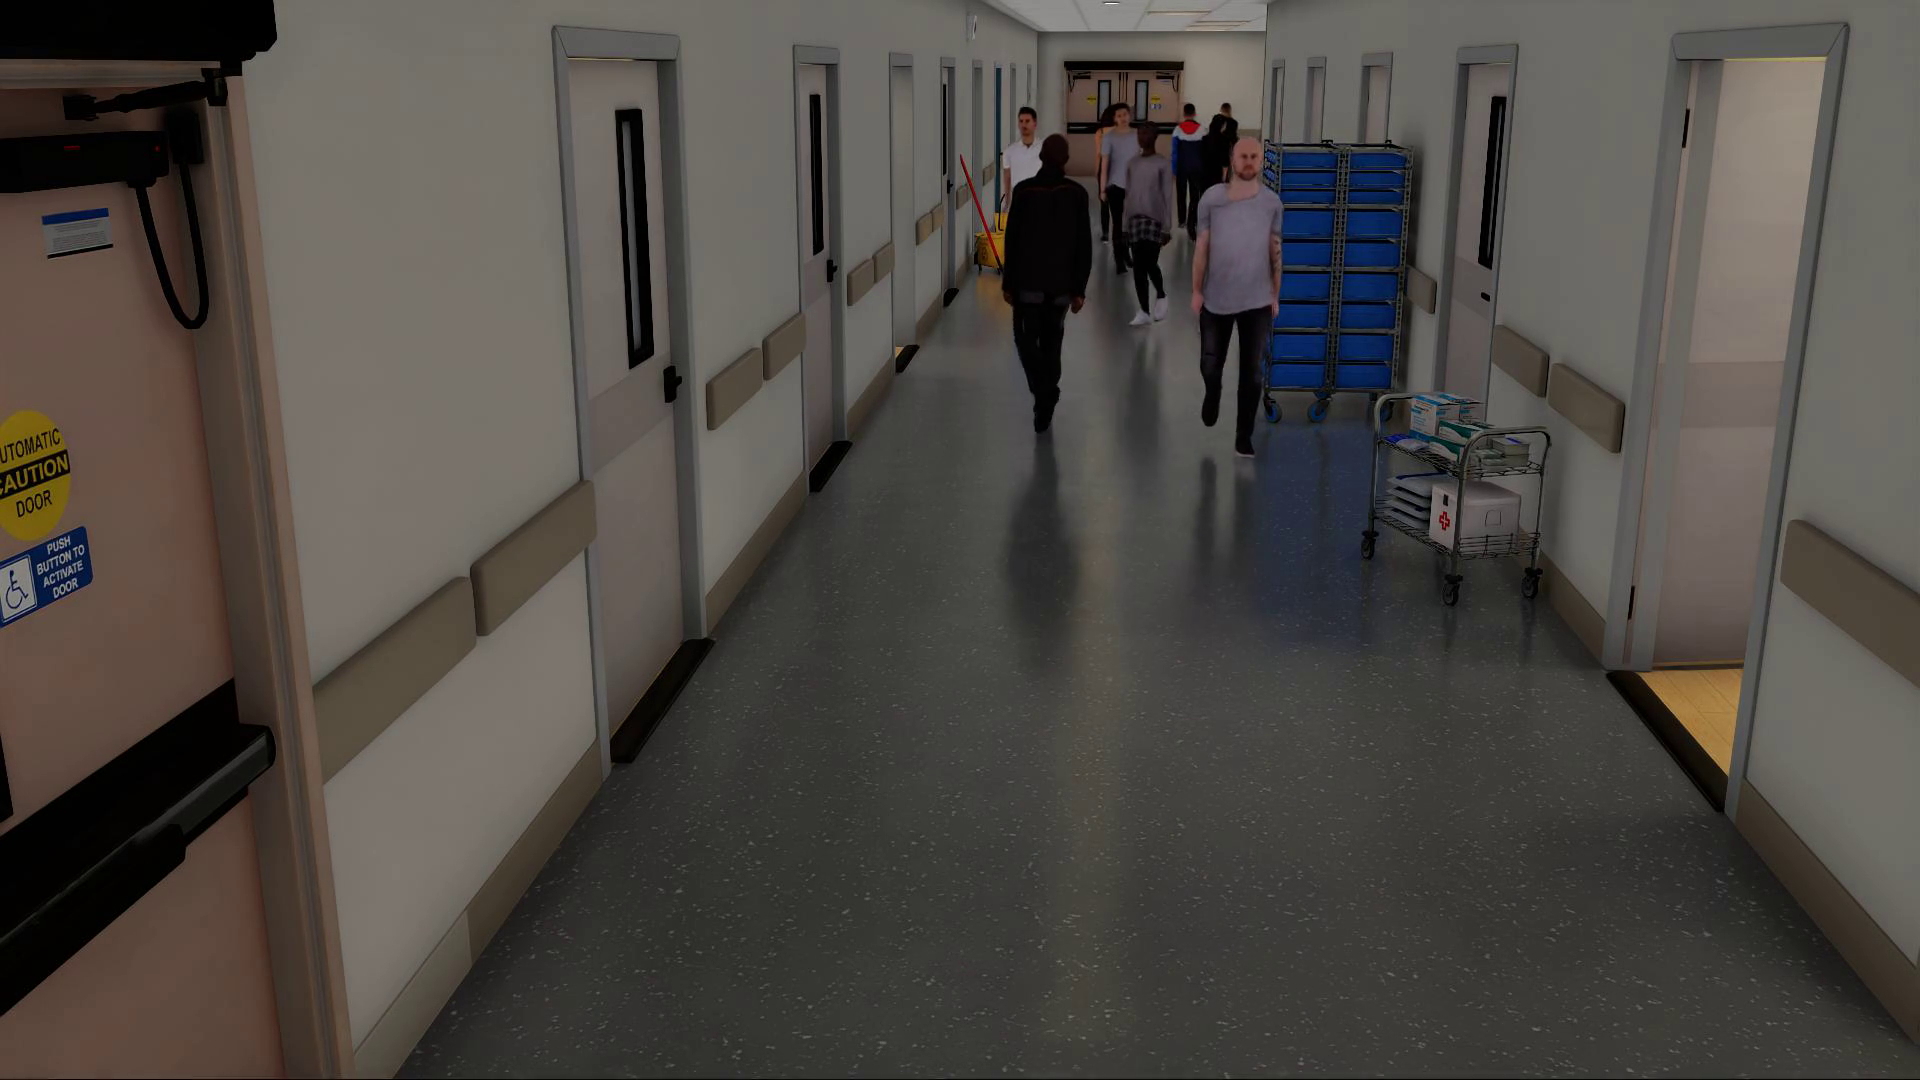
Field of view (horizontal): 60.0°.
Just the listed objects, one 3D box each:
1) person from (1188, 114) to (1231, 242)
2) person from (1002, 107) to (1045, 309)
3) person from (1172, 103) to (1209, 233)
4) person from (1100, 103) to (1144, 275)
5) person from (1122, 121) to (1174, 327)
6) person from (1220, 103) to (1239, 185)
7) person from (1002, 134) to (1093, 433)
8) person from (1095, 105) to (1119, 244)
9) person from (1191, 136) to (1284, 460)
[{"bbox_3d":[3.219,-4.633,21.458,0.960,1.633,1.119,13,20,38],"label":"person"},{"bbox_3d":[0.674,-3.117,15.709,0.763,1.835,1.107,4,16,13],"label":"person"},{"bbox_3d":[3.168,-5.126,23.035,0.694,1.727,0.983,3,16,9],"label":"person"},{"bbox_3d":[1.814,-3.887,18.434,0.862,1.837,0.998,-5,16,-17],"label":"person"},{"bbox_3d":[1.697,-2.759,14.568,0.798,1.764,0.855,12,20,37],"label":"person"},{"bbox_3d":[4.513,-6.626,28.512,0.659,1.640,1.028,3,16,9],"label":"person"},{"bbox_3d":[0.536,-1.576,10.316,0.832,1.794,1.131,-2,16,-6],"label":"person"},{"bbox_3d":[2.000,-4.822,21.877,0.630,1.769,0.581,-1,16,-2],"label":"person"},{"bbox_3d":[1.599,-1.412,9.698,0.678,1.815,0.962,1,16,2],"label":"person"}]
